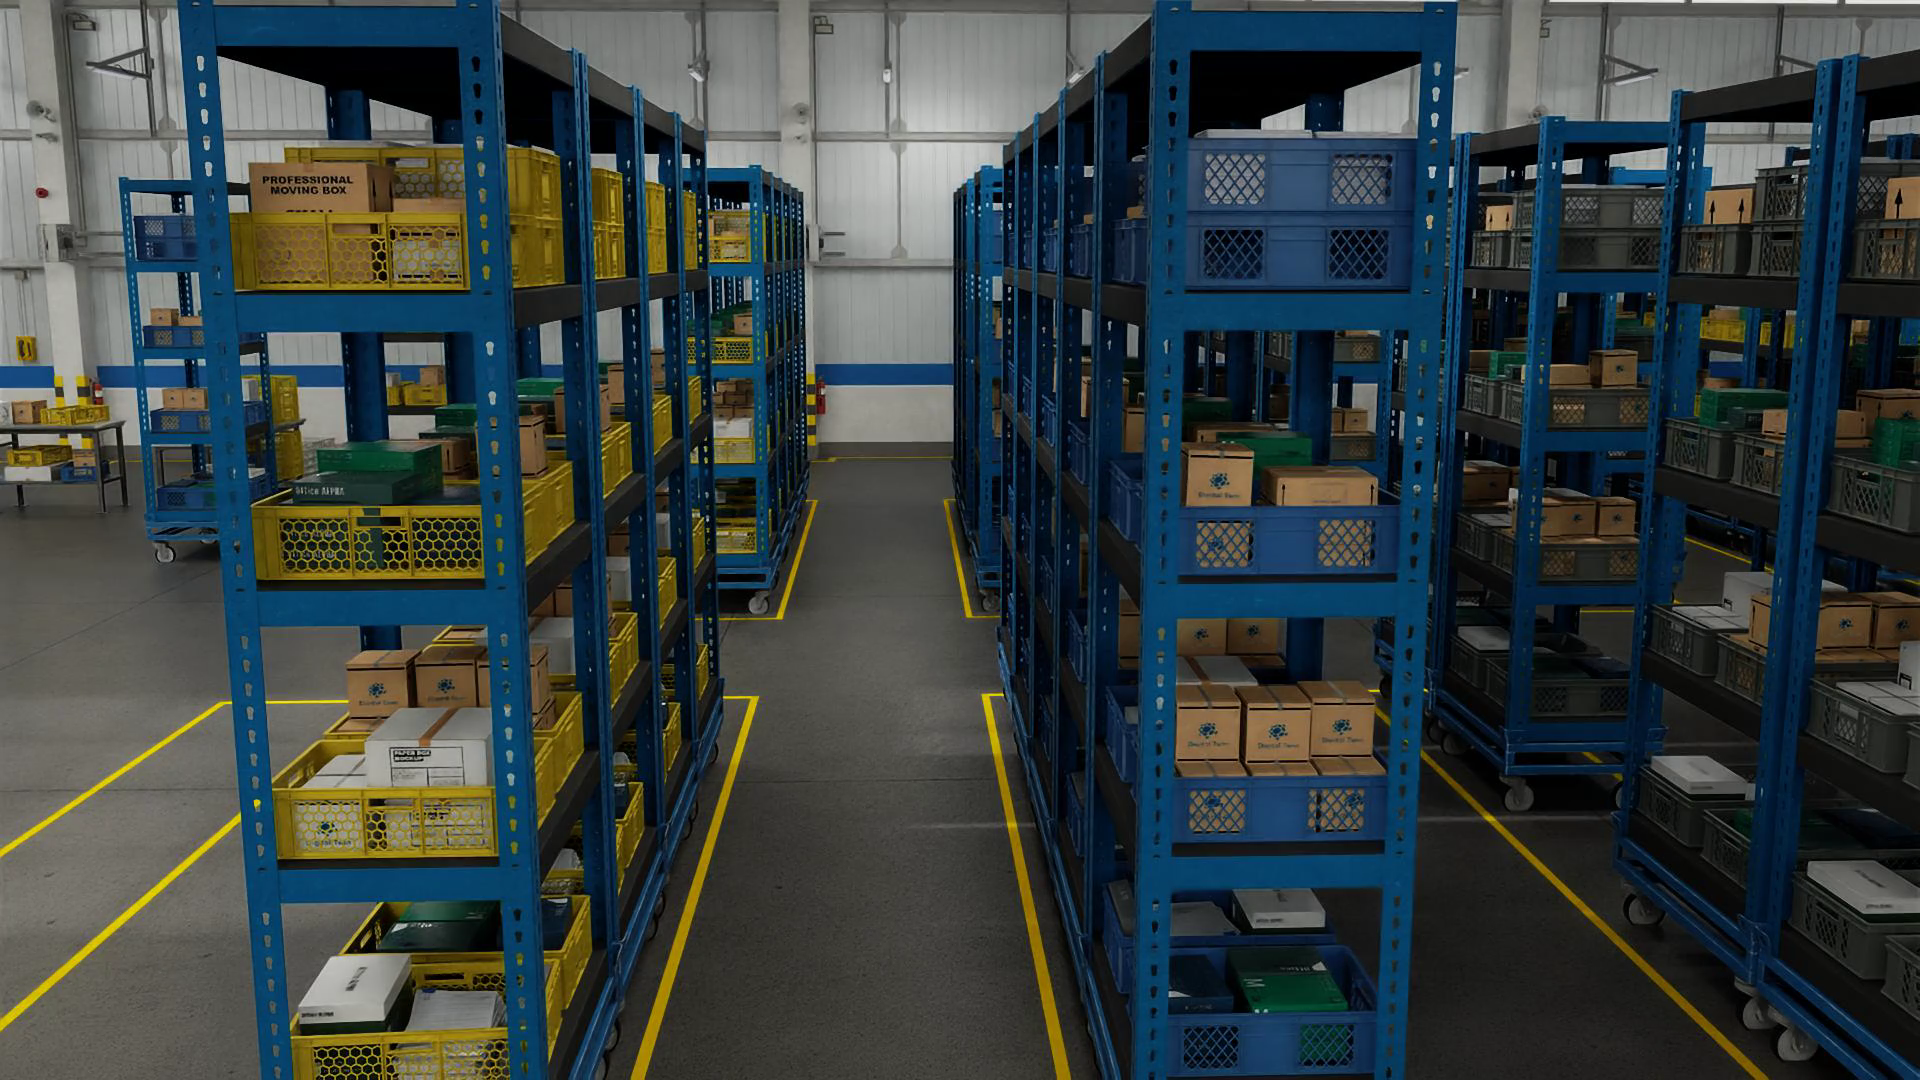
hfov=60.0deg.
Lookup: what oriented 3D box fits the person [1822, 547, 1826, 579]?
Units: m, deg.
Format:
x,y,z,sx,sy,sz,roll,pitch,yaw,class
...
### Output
x,y,z,sx,sy,sz,roll,pitch,yaw,class
6.297,-0.213,12.389,0.393,2.041,0.614,3,10,18,person
